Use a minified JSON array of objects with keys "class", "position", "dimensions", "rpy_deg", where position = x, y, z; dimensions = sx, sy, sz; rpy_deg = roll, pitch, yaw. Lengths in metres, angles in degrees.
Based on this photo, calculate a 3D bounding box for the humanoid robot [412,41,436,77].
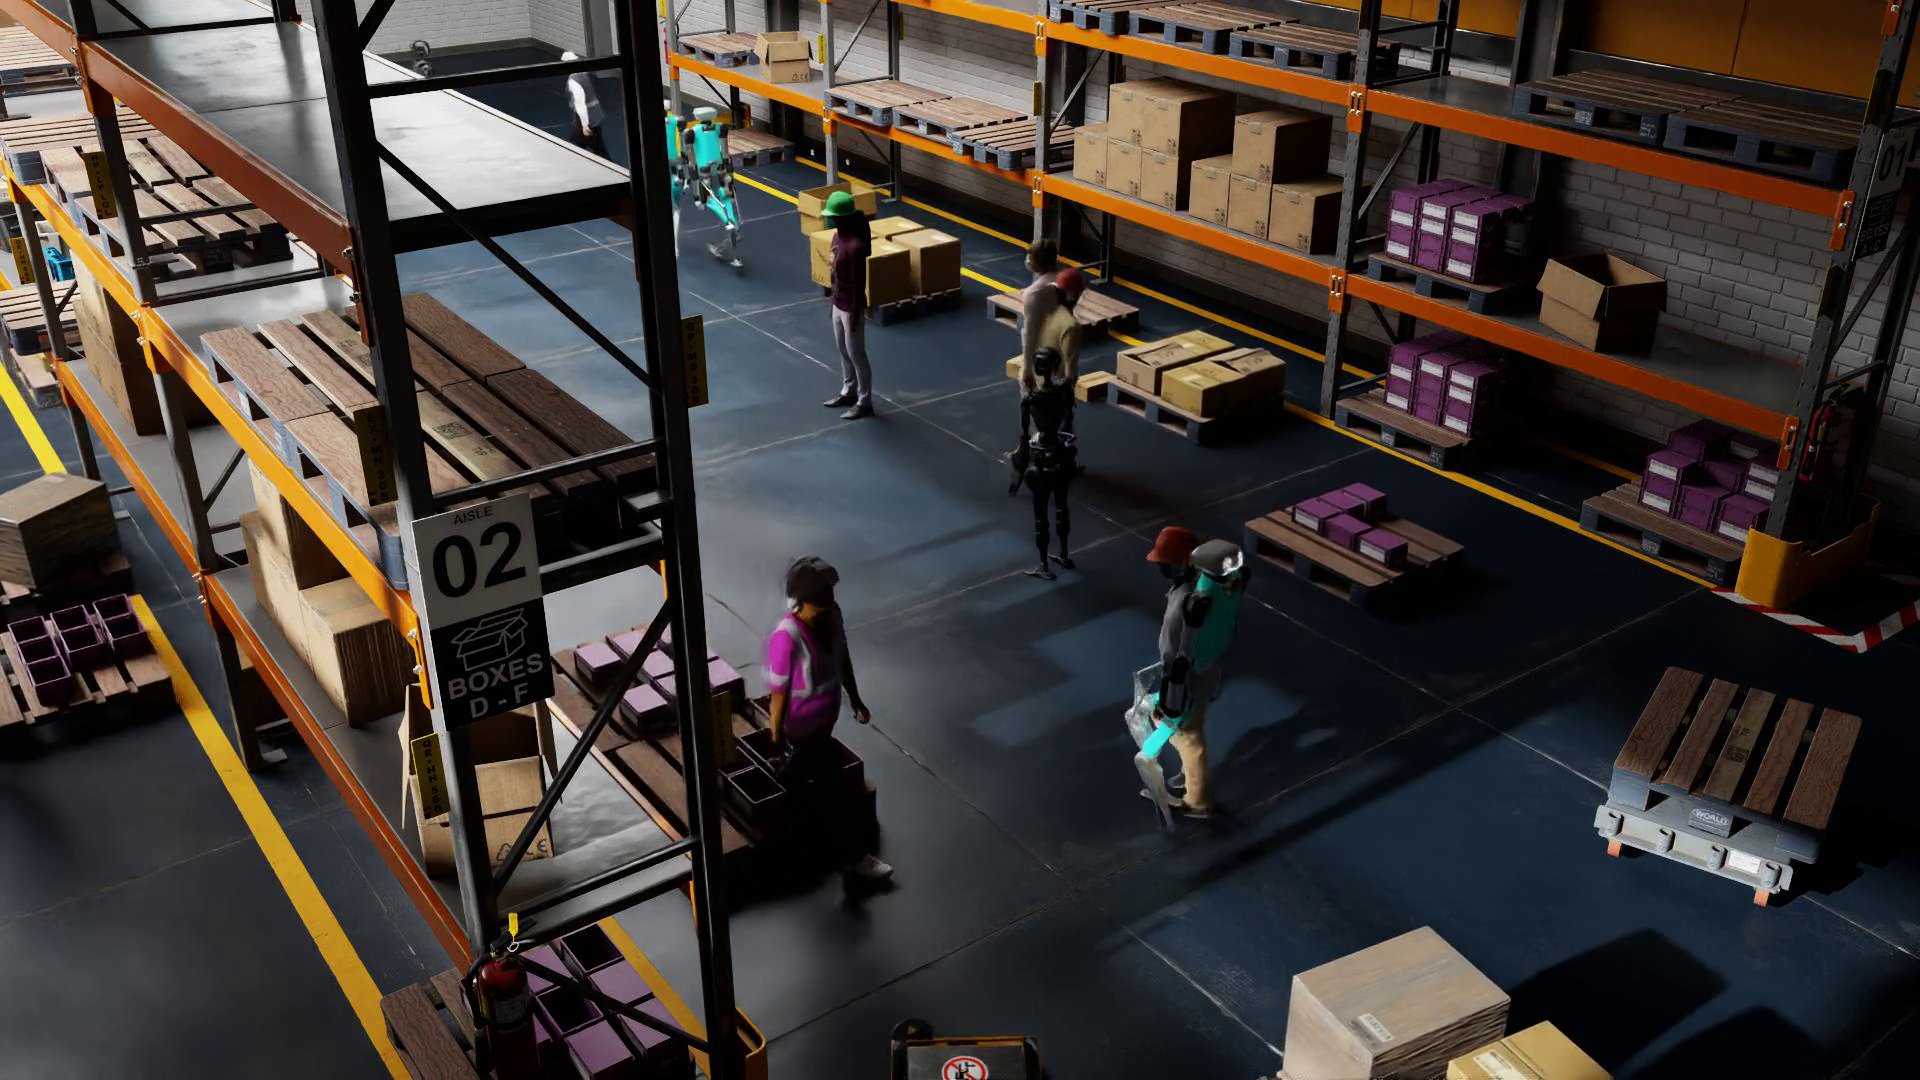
[{"class":"humanoid robot","position":[-6.900,-5.698,21.769],"dimensions":[0.656,1.636,0.597],"rpy_deg":[-13,30,-24]}]

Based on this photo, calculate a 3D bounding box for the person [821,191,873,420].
[{"class":"person","position":[-0.943,-1.997,14.093],"dimensions":[0.429,1.947,0.490],"rpy_deg":[-13,30,-24]}]

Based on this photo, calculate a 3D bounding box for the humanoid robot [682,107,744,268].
[{"class":"humanoid robot","position":[-2.518,-3.672,17.669],"dimensions":[0.530,1.727,1.020],"rpy_deg":[-21,34,-36]}]

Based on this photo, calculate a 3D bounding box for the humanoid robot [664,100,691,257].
[{"class":"humanoid robot","position":[-3.237,-3.975,18.302],"dimensions":[0.545,1.811,0.753],"rpy_deg":[-6,27,-12]}]

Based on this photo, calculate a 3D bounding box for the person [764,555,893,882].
[{"class":"person","position":[-0.765,0.878,8.539],"dimensions":[0.881,1.809,0.508],"rpy_deg":[12,29,23]}]

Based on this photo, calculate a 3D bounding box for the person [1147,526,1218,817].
[{"class":"person","position":[1.196,0.721,8.929],"dimensions":[0.460,1.727,0.570],"rpy_deg":[6,27,11]}]

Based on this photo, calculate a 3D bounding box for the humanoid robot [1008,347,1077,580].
[{"class":"humanoid robot","position":[0.597,-0.539,11.475],"dimensions":[0.315,1.657,0.599],"rpy_deg":[23,35,38]}]

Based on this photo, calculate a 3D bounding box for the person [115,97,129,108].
[{"class":"person","position":[-10.562,-5.450,20.907],"dimensions":[0.375,1.997,0.610],"rpy_deg":[-12,29,-22]}]

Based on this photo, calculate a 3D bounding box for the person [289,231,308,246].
[{"class":"person","position":[-6.330,-2.634,15.713],"dimensions":[0.287,1.629,0.498],"rpy_deg":[13,29,24]}]

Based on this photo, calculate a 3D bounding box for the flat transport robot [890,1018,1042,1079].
[{"class":"flat transport robot","position":[0.039,2.560,6.896],"dimensions":[0.659,0.231,1.431],"rpy_deg":[-1,27,-2]}]

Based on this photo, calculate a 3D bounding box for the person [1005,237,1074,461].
[{"class":"person","position":[0.690,-1.471,13.083],"dimensions":[0.601,1.910,0.743],"rpy_deg":[22,34,36]}]

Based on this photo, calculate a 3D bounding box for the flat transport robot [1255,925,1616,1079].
[{"class":"flat transport robot","position":[1.762,2.686,6.644],"dimensions":[1.431,0.231,0.659],"rpy_deg":[-13,29,-24]}]

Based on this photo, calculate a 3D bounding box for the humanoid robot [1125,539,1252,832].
[{"class":"humanoid robot","position":[1.100,0.774,8.883],"dimensions":[0.779,1.829,0.534],"rpy_deg":[19,32,33]}]

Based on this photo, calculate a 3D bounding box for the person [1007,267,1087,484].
[{"class":"person","position":[0.695,-1.253,12.860],"dimensions":[0.654,1.710,0.579],"rpy_deg":[-11,29,-21]}]

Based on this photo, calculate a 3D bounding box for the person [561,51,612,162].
[{"class":"person","position":[-4.724,-5.210,20.757],"dimensions":[0.850,1.693,0.757],"rpy_deg":[3,27,7]}]
